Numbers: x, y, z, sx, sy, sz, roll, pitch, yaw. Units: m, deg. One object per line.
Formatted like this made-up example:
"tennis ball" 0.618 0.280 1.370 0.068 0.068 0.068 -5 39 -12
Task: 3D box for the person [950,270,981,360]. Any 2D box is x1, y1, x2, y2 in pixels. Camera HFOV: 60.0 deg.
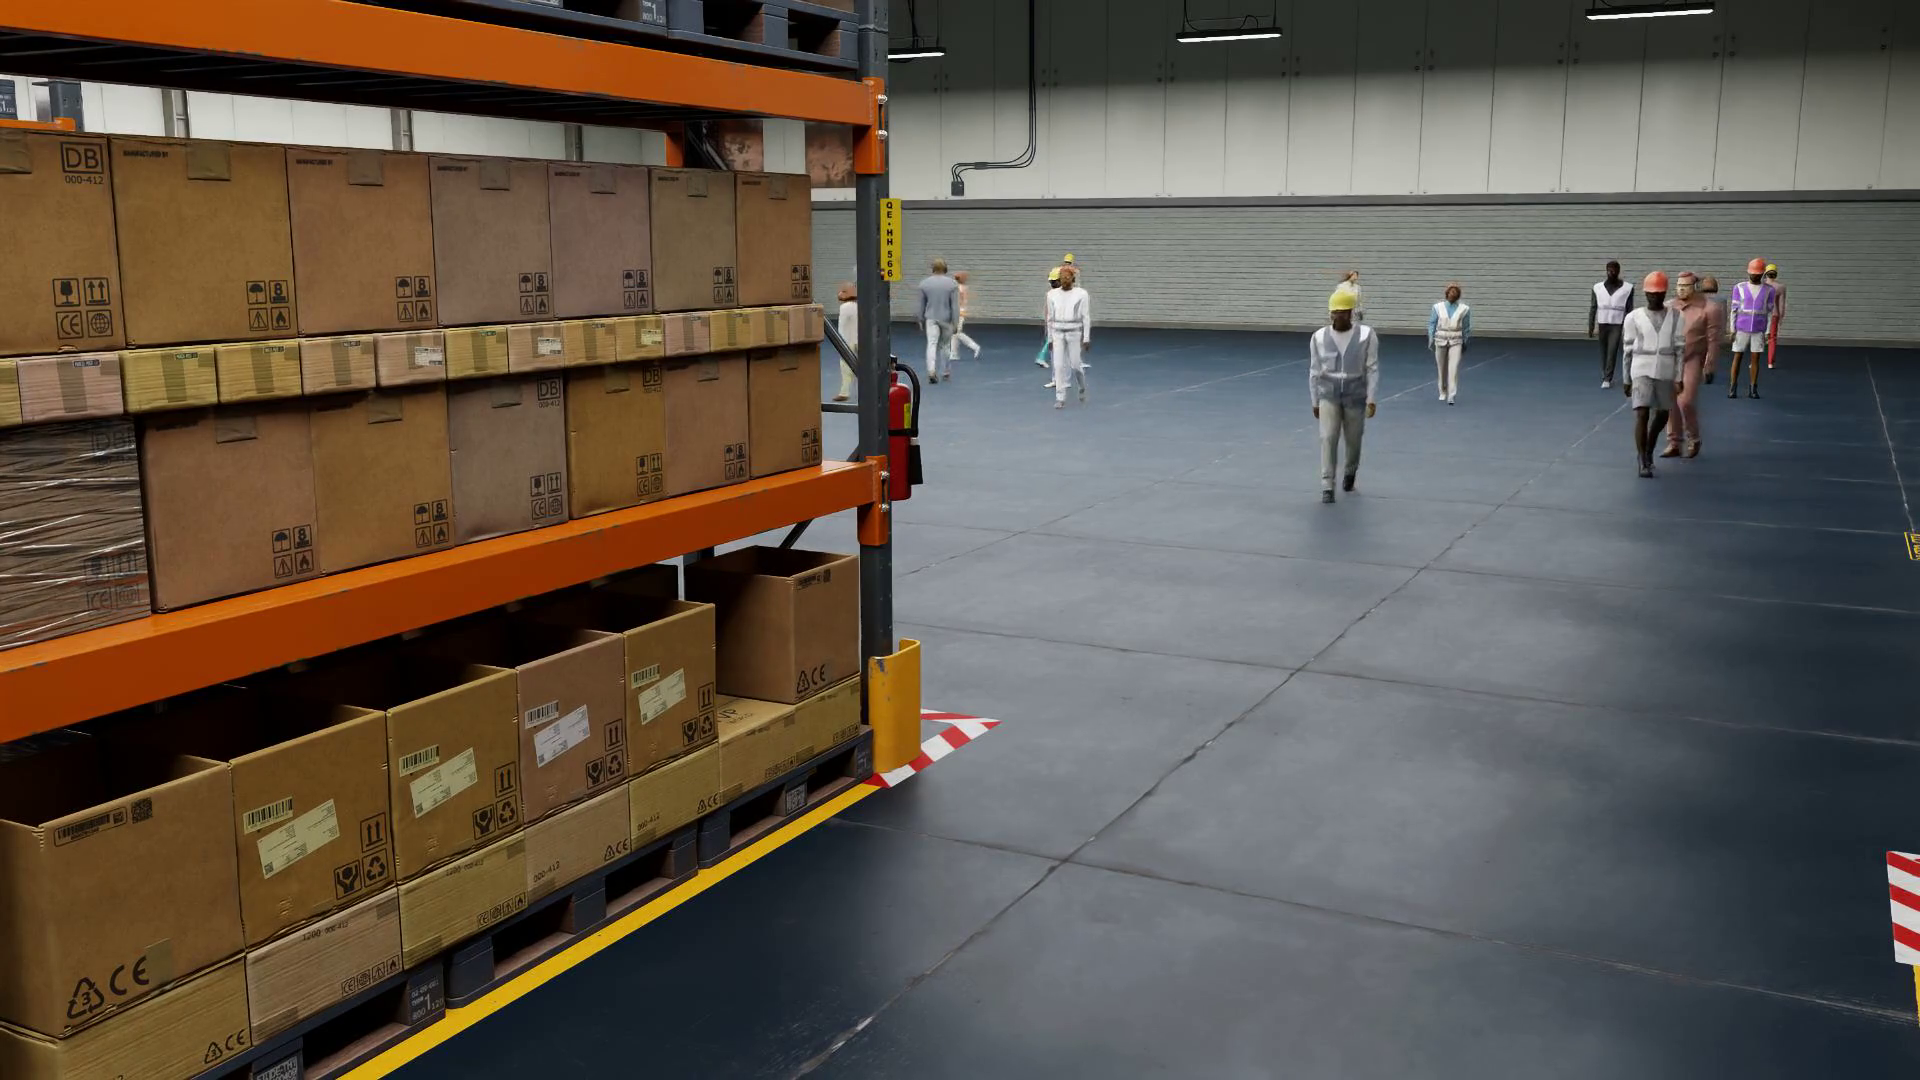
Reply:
"person" 0.040 -4.017 29.798 0.644 1.622 0.520 2 11 11

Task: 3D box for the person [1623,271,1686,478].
"person" 6.504 -1.571 15.647 0.549 1.917 0.808 2 11 10

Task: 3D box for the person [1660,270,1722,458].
"person" 7.251 -1.756 16.732 0.434 1.888 0.647 -8 13 -36

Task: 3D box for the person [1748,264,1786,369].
"person" 13.575 -3.754 27.993 0.533 1.759 0.345 2 11 13

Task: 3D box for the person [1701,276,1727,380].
"person" 11.501 -3.246 25.600 0.515 1.612 0.649 8 13 36

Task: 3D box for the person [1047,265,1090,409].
"person" 1.432 -2.663 21.759 0.585 1.865 0.733 4 11 20

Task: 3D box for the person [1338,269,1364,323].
"person" 7.068 -4.088 30.128 0.548 1.625 0.389 -6 12 -28

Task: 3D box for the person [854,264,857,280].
"person" -2.248 -6.088 40.482 0.725 1.854 0.749 -8 13 -39

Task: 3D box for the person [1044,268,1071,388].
"person" 1.438 -3.099 24.424 0.333 1.760 0.522 -9 14 -41

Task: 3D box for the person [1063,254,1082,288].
"person" 2.398 -5.378 36.639 0.587 1.834 0.403 4 11 20

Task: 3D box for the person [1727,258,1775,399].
"person" 10.886 -2.903 22.884 0.542 1.927 0.381 4 11 19

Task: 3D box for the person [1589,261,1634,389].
"person" 9.675 -3.207 24.718 0.594 1.876 0.963 7 12 33

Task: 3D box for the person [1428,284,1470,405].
"person" 6.569 -2.637 22.350 0.514 1.597 0.866 4 11 21

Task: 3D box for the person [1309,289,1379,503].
"person" 3.282 -1.252 14.246 0.581 1.796 0.861 3 11 14

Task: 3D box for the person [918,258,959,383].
"person" -0.330 -3.357 25.454 0.638 1.901 1.009 1 10 8

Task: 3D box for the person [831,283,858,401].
"person" -1.441 -2.644 22.325 0.622 1.610 0.505 3 11 15

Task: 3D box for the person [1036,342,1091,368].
"person" 1.725 -3.753 28.093 0.915 1.722 0.527 0 10 -2
